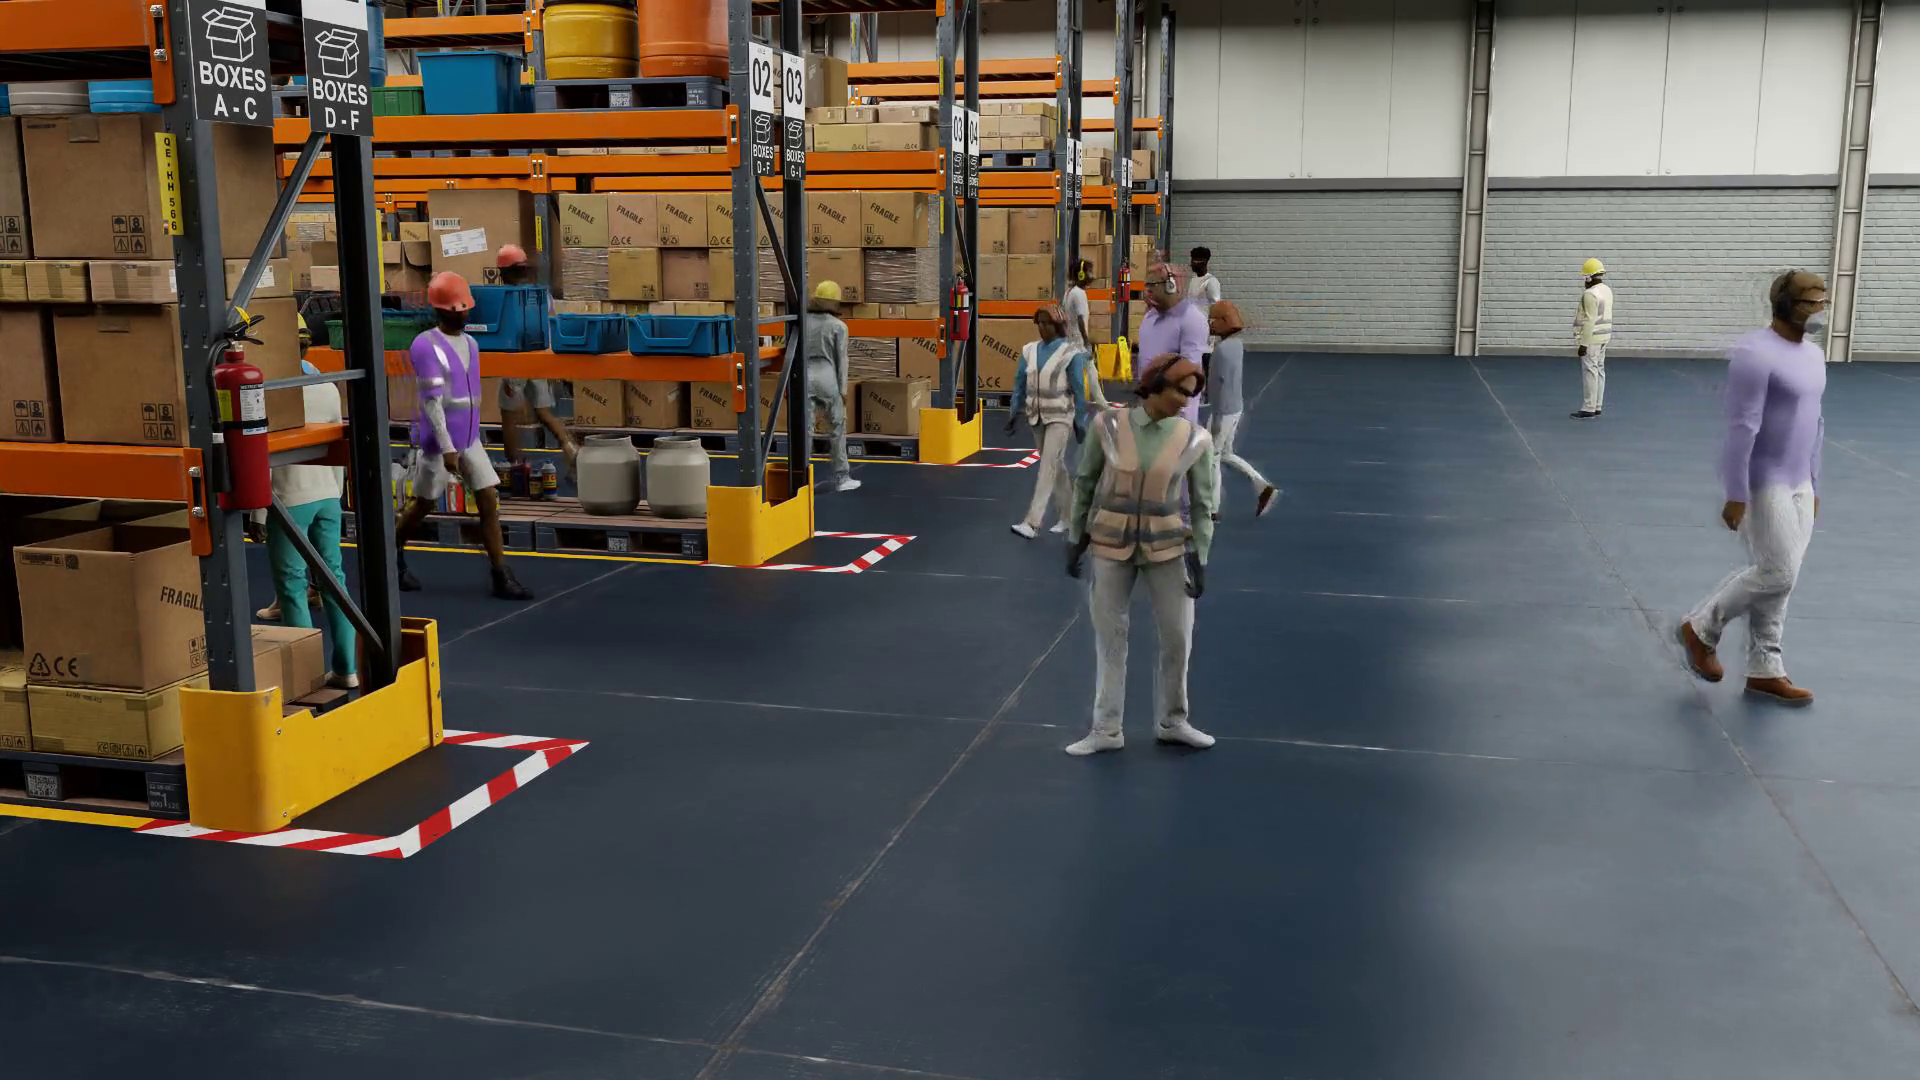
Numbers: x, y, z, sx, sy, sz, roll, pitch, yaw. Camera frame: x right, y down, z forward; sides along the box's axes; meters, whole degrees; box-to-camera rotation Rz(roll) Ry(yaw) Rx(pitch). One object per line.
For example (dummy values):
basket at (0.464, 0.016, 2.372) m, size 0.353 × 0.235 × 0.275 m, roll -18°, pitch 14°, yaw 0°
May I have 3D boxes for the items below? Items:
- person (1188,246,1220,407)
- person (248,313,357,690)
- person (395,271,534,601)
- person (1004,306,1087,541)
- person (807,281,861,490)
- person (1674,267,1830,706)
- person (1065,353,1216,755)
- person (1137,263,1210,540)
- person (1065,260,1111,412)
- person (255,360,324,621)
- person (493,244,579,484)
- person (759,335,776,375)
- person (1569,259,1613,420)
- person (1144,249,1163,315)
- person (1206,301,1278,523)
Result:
person at (2.964, -2.629, 20.507) m, size 0.361 × 1.964 × 0.615 m, roll -4°, pitch 11°, yaw -20°
person at (-2.954, -0.158, 7.404) m, size 0.336 × 1.757 × 0.517 m, roll 4°, pitch 11°, yaw 22°
person at (-2.958, -0.592, 9.502) m, size 1.031 × 1.886 × 0.538 m, roll 5°, pitch 11°, yaw 25°
person at (0.571, -0.795, 11.387) m, size 0.864 × 1.594 × 0.519 m, roll -10°, pitch 14°, yaw -44°
person at (-1.123, -1.232, 13.487) m, size 0.497 × 1.709 × 0.582 m, roll 4°, pitch 11°, yaw 19°
person at (3.563, -0.234, 7.347) m, size 0.649 × 1.926 × 0.505 m, roll -8°, pitch 13°, yaw -38°
person at (0.702, 0.075, 6.523) m, size 0.608 × 1.612 × 0.324 m, roll 1°, pitch 10°, yaw 7°
person at (1.311, -0.895, 11.150) m, size 0.742 × 1.884 × 0.662 m, roll -8°, pitch 13°, yaw -36°
person at (1.362, -2.208, 18.599) m, size 0.999 × 1.815 × 0.550 m, roll 1°, pitch 10°, yaw 7°
person at (-3.637, -0.410, 8.957) m, size 0.318 × 1.698 × 0.534 m, roll 3°, pitch 11°, yaw 18°
person at (-3.578, -1.443, 13.831) m, size 0.897 × 2.020 × 0.627 m, roll 7°, pitch 12°, yaw 32°
person at (-2.260, -2.455, 19.368) m, size 0.404 × 2.037 × 0.605 m, roll 1°, pitch 10°, yaw 4°
person at (7.209, -2.287, 18.997) m, size 0.404 × 1.828 × 0.592 m, roll 9°, pitch 13°, yaw 40°
person at (3.231, -3.819, 27.308) m, size 0.471 × 1.886 × 0.664 m, roll -3°, pitch 11°, yaw -15°
person at (1.948, -0.905, 11.934) m, size 0.585 × 1.614 × 0.503 m, roll 4°, pitch 11°, yaw 23°
